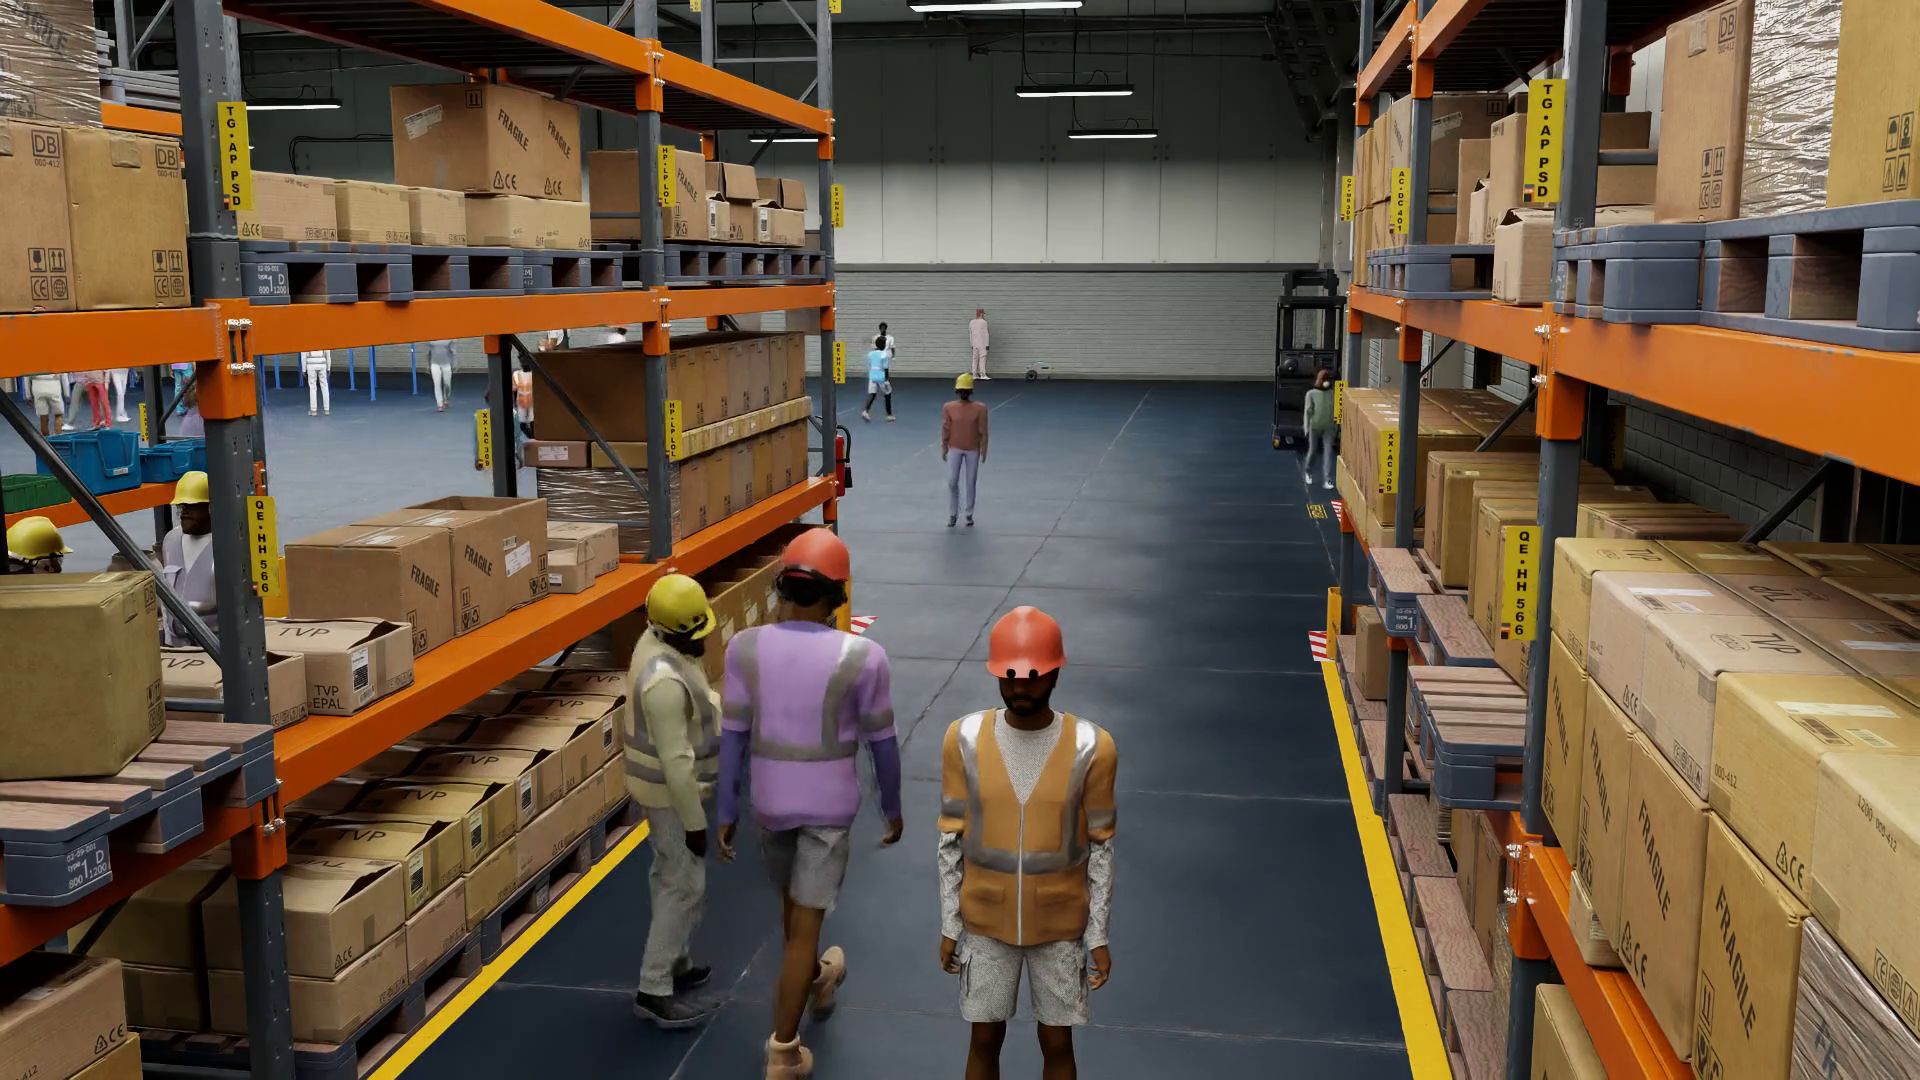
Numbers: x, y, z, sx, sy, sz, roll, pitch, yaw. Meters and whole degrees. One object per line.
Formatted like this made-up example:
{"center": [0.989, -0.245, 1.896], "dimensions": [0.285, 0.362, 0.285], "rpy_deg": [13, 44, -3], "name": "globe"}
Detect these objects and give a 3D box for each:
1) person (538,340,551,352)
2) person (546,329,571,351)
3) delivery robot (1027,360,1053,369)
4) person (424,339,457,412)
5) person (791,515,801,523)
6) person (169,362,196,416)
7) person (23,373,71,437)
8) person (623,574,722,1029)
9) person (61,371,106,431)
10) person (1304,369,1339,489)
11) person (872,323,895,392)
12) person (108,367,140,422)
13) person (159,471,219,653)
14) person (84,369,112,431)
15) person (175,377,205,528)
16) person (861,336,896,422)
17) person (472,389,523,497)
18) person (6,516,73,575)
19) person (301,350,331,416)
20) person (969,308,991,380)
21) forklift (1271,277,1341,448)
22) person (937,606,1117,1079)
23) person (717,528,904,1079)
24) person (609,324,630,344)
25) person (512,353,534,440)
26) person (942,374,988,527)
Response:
{"center": [-8.033, -3.082, 32.207], "dimensions": [0.519, 1.584, 0.857], "rpy_deg": [2, 9, 12], "name": "person"}
{"center": [-9.560, -4.453, 39.415], "dimensions": [0.537, 2.000, 0.679], "rpy_deg": [3, 10, 18], "name": "person"}
{"center": [2.137, -4.681, 44.304], "dimensions": [0.698, 0.223, 0.335], "rpy_deg": [0, 9, 2], "name": "delivery robot"}
{"center": [-10.860, -3.662, 34.780], "dimensions": [0.649, 1.921, 0.612], "rpy_deg": [-3, 10, -16], "name": "person"}
{"center": [-1.937, -0.924, 17.900], "dimensions": [0.633, 1.915, 0.788], "rpy_deg": [-3, 10, -17], "name": "person"}
{"center": [-15.653, -3.417, 33.487], "dimensions": [0.570, 1.843, 0.373], "rpy_deg": [1, 9, 8], "name": "person"}
{"center": [-14.373, -2.324, 26.182], "dimensions": [0.644, 2.029, 0.423], "rpy_deg": [-4, 10, -26], "name": "person"}
{"center": [-1.117, 0.988, 6.555], "dimensions": [0.414, 1.780, 0.662], "rpy_deg": [-3, 10, -16], "name": "person"}
{"center": [-16.256, -2.971, 30.729], "dimensions": [0.657, 1.860, 0.941], "rpy_deg": [9, 13, 44], "name": "person"}
{"center": [4.891, -1.529, 22.581], "dimensions": [0.512, 1.598, 0.819], "rpy_deg": [-1, 9, -6], "name": "person"}
{"center": [-1.837, -4.417, 40.258], "dimensions": [0.544, 1.647, 0.861], "rpy_deg": [-2, 10, -14], "name": "person"}
{"center": [-16.113, -3.177, 32.057], "dimensions": [0.863, 1.832, 0.541], "rpy_deg": [6, 11, 34], "name": "person"}
{"center": [-4.162, 0.528, 9.199], "dimensions": [0.586, 1.833, 0.403], "rpy_deg": [2, 9, 12], "name": "person"}
{"center": [-15.689, -2.845, 30.206], "dimensions": [0.528, 1.767, 0.330], "rpy_deg": [3, 10, 17], "name": "person"}
{"center": [-7.650, -0.726, 16.851], "dimensions": [0.974, 1.864, 0.641], "rpy_deg": [-4, 10, -24], "name": "person"}
{"center": [-1.589, -3.114, 32.181], "dimensions": [0.533, 1.664, 0.803], "rpy_deg": [7, 11, 36], "name": "person"}
{"center": [-5.191, -0.906, 18.664], "dimensions": [0.544, 1.622, 0.398], "rpy_deg": [-1, 9, -5], "name": "person"}
{"center": [-4.126, 0.804, 7.500], "dimensions": [0.600, 1.829, 0.404], "rpy_deg": [3, 10, 21], "name": "person"}
{"center": [-13.052, -3.472, 33.721], "dimensions": [0.575, 1.882, 0.355], "rpy_deg": [-7, 11, -35], "name": "person"}
{"center": [0.550, -5.245, 44.577], "dimensions": [0.643, 1.909, 0.410], "rpy_deg": [9, 13, 44], "name": "person"}
{"center": [5.847, -3.016, 27.970], "dimensions": [1.129, 2.768, 1.873], "rpy_deg": [1, 9, 9], "name": "forklift"}
{"center": [0.197, 1.150, 5.038], "dimensions": [0.543, 1.939, 0.360], "rpy_deg": [1, 9, 7], "name": "person"}
{"center": [-0.514, 0.943, 6.139], "dimensions": [0.631, 1.988, 1.005], "rpy_deg": [3, 10, 17], "name": "person"}
{"center": [-7.319, -3.755, 35.520], "dimensions": [0.545, 1.882, 1.020], "rpy_deg": [7, 11, 36], "name": "person"}
{"center": [-6.704, -2.108, 25.947], "dimensions": [0.541, 1.680, 0.513], "rpy_deg": [1, 9, 8], "name": "person"}
{"center": [0.053, -1.009, 18.982], "dimensions": [0.536, 1.740, 0.734], "rpy_deg": [0, 9, 2], "name": "person"}
